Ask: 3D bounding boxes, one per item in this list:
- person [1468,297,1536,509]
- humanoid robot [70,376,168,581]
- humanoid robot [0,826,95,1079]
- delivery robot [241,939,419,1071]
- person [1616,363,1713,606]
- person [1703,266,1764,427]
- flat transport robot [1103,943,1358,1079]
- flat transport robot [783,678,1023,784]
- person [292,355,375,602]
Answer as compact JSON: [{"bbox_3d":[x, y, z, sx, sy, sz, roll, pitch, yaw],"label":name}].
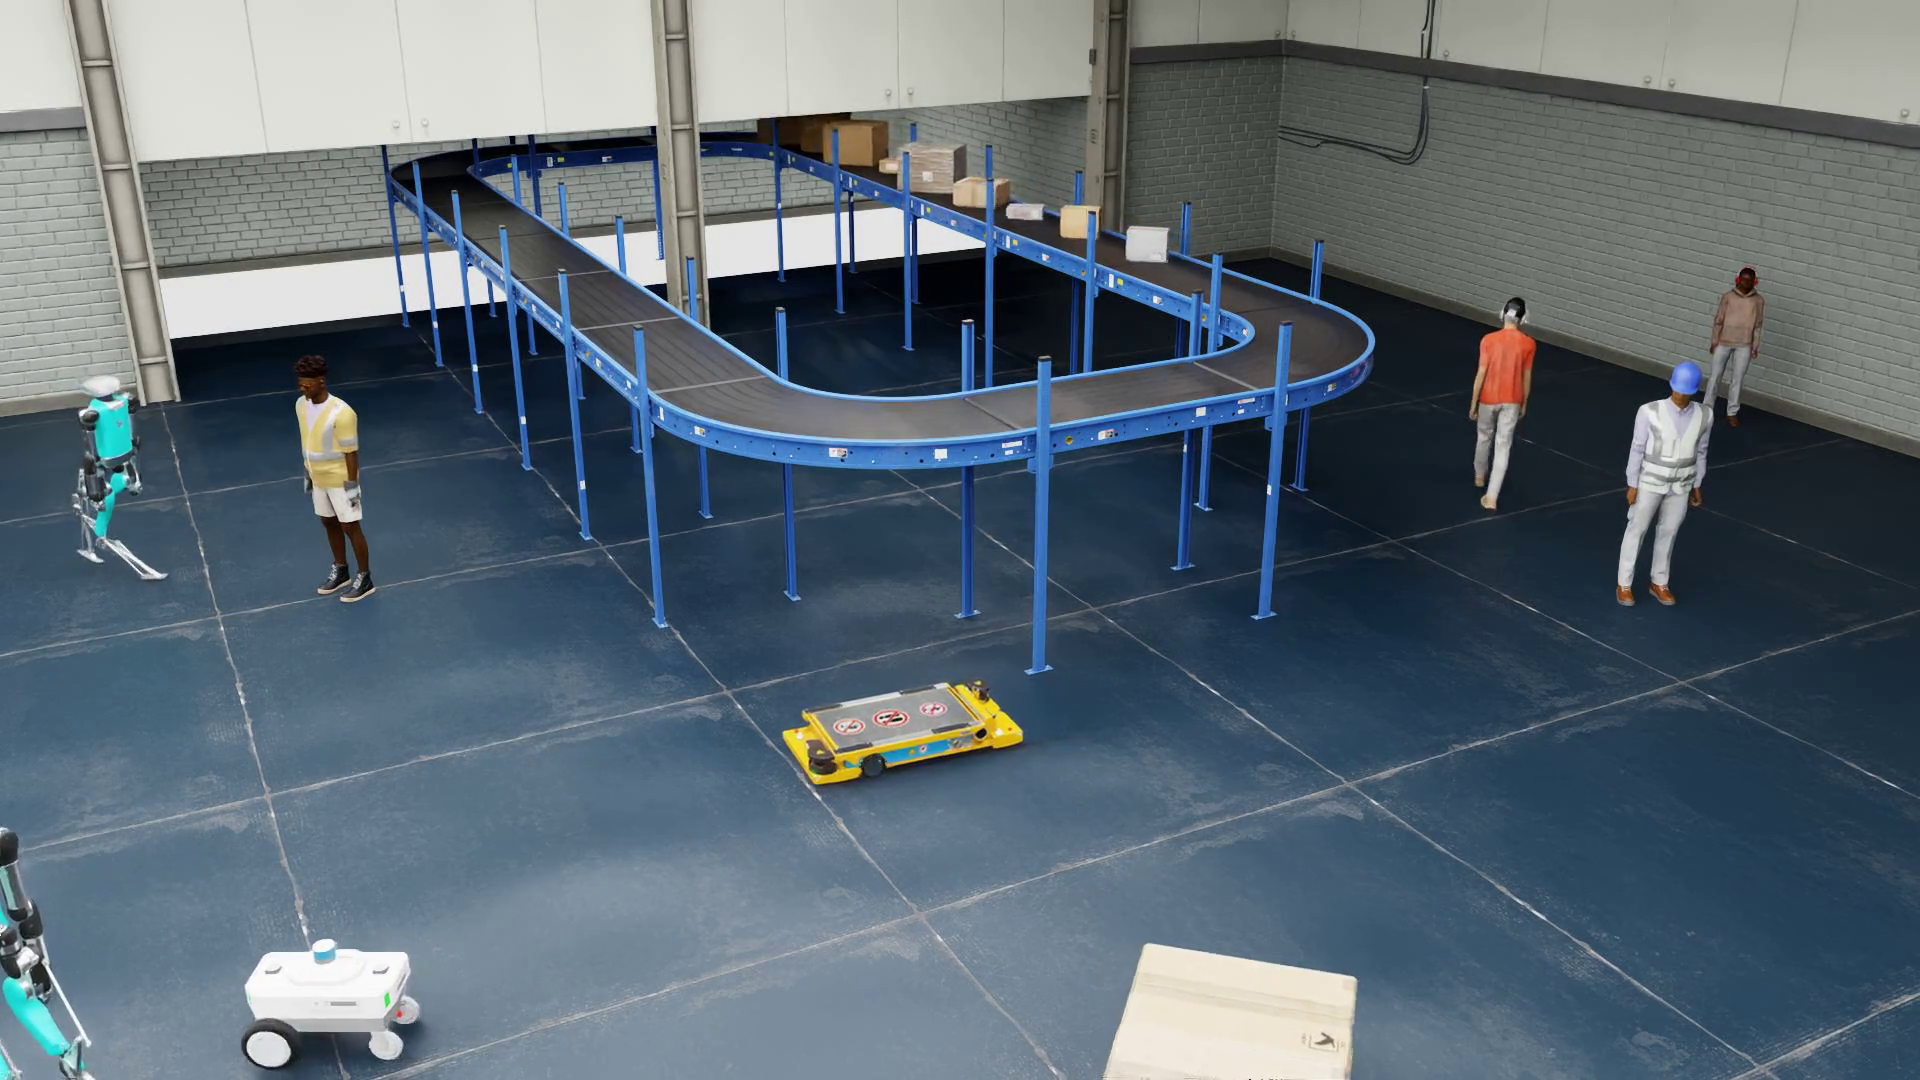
[{"bbox_3d":[4.817,-1.249,14.859,0.510,1.862,0.993,6,23,16],"label":"person"},{"bbox_3d":[-6.864,-0.467,13.172,1.070,1.751,0.535,7,23,17],"label":"humanoid robot"},{"bbox_3d":[-3.976,1.997,7.015,0.659,1.821,0.538,13,25,28],"label":"humanoid robot"},{"bbox_3d":[-3.035,2.204,8.037,0.774,0.587,0.499,0,22,0],"label":"delivery robot"},{"bbox_3d":[5.382,-0.426,12.701,0.602,1.940,0.398,0,22,-1],"label":"person"},{"bbox_3d":[7.872,-1.975,16.908,0.460,1.651,0.331,8,23,18],"label":"person"},{"bbox_3d":[1.103,2.716,7.161,1.431,0.231,0.659,6,23,15],"label":"flat transport robot"},{"bbox_3d":[-0.374,1.237,10.817,1.431,0.231,0.659,-9,24,-21],"label":"flat transport robot"},{"bbox_3d":[-4.849,-0.486,12.830,0.602,1.959,0.372,14,26,31],"label":"person"}]
